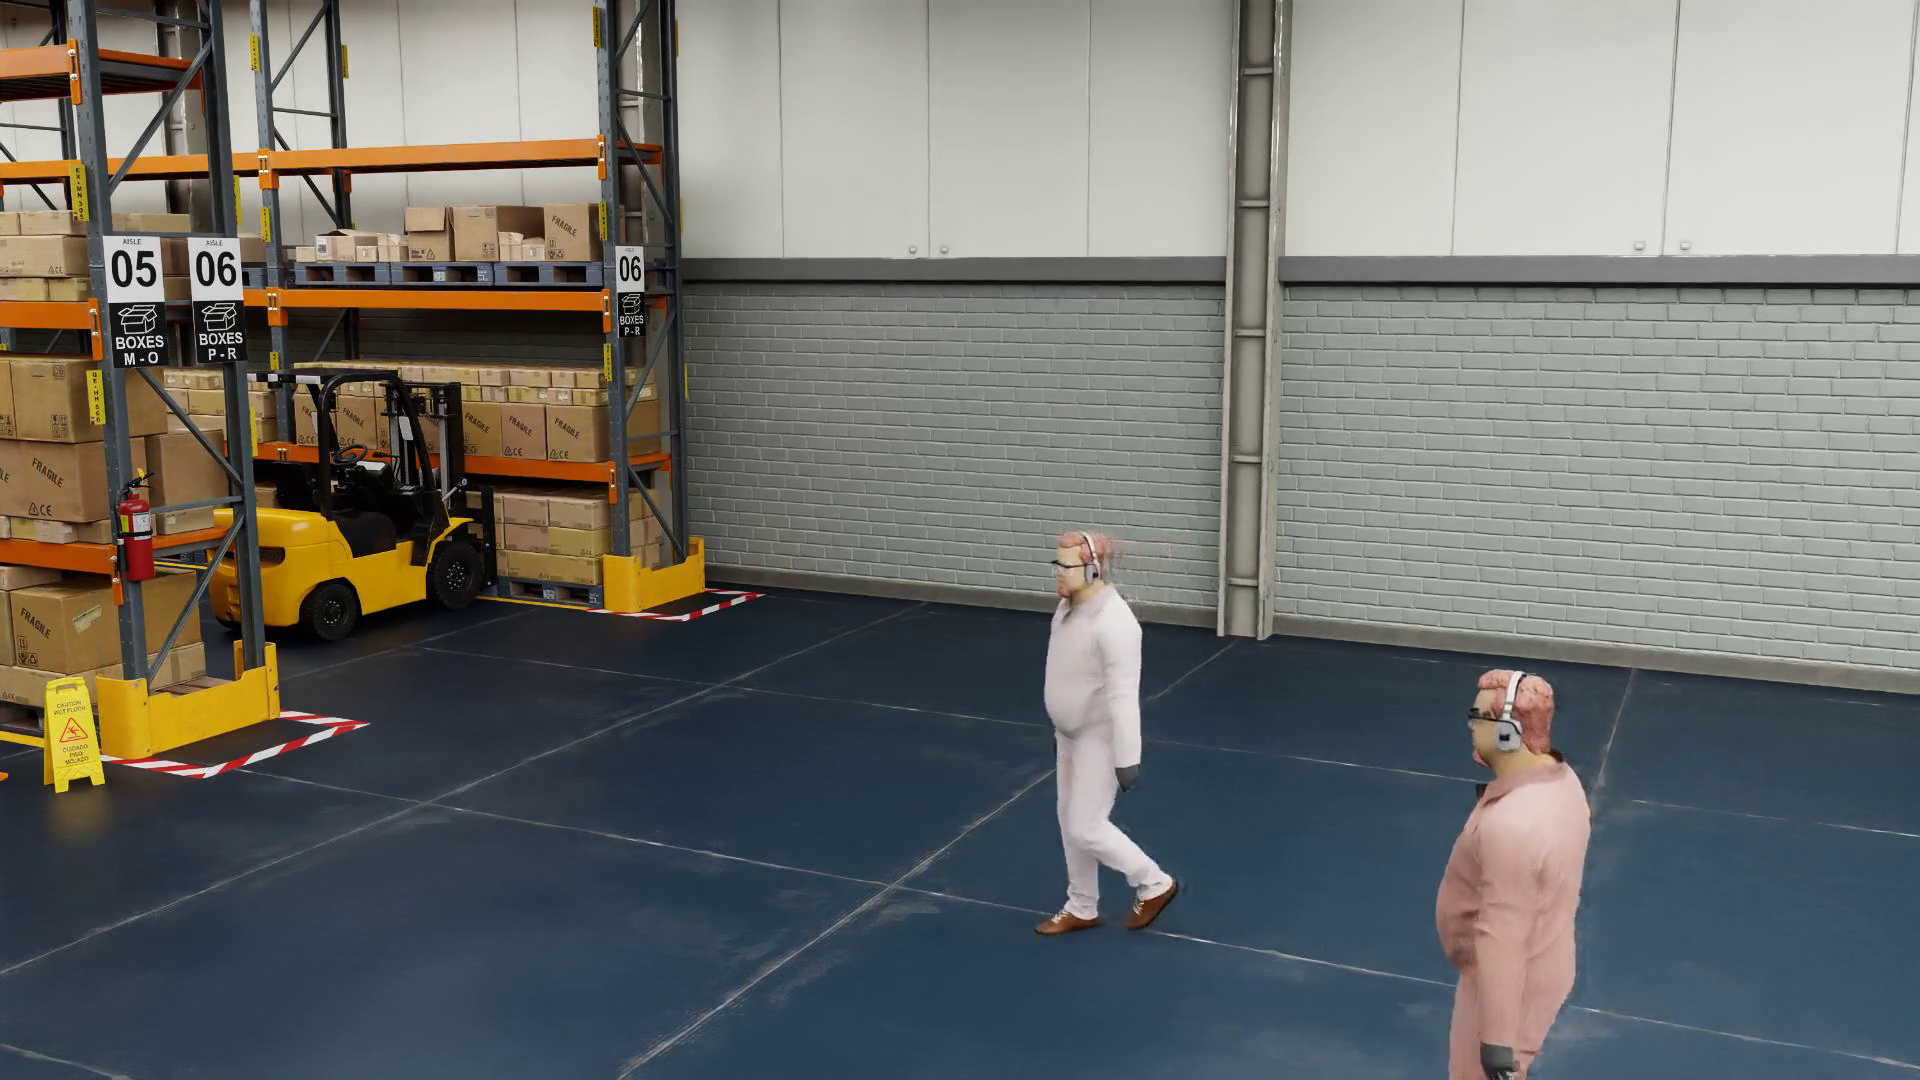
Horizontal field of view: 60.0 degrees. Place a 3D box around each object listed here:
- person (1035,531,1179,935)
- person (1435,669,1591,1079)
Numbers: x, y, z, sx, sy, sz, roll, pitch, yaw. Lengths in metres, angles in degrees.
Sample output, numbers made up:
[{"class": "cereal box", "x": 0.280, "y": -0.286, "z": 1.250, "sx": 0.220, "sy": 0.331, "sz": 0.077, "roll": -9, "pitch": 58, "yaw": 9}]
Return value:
[{"class": "person", "x": 0.634, "y": 0.884, "z": 7.471, "sx": 0.524, "sy": 1.892, "sz": 0.659, "roll": -3, "pitch": 10, "yaw": -17}, {"class": "person", "x": 1.666, "y": 1.312, "z": 4.861, "sx": 0.663, "sy": 1.885, "sz": 0.651, "roll": 6, "pitch": 11, "yaw": 32}]
